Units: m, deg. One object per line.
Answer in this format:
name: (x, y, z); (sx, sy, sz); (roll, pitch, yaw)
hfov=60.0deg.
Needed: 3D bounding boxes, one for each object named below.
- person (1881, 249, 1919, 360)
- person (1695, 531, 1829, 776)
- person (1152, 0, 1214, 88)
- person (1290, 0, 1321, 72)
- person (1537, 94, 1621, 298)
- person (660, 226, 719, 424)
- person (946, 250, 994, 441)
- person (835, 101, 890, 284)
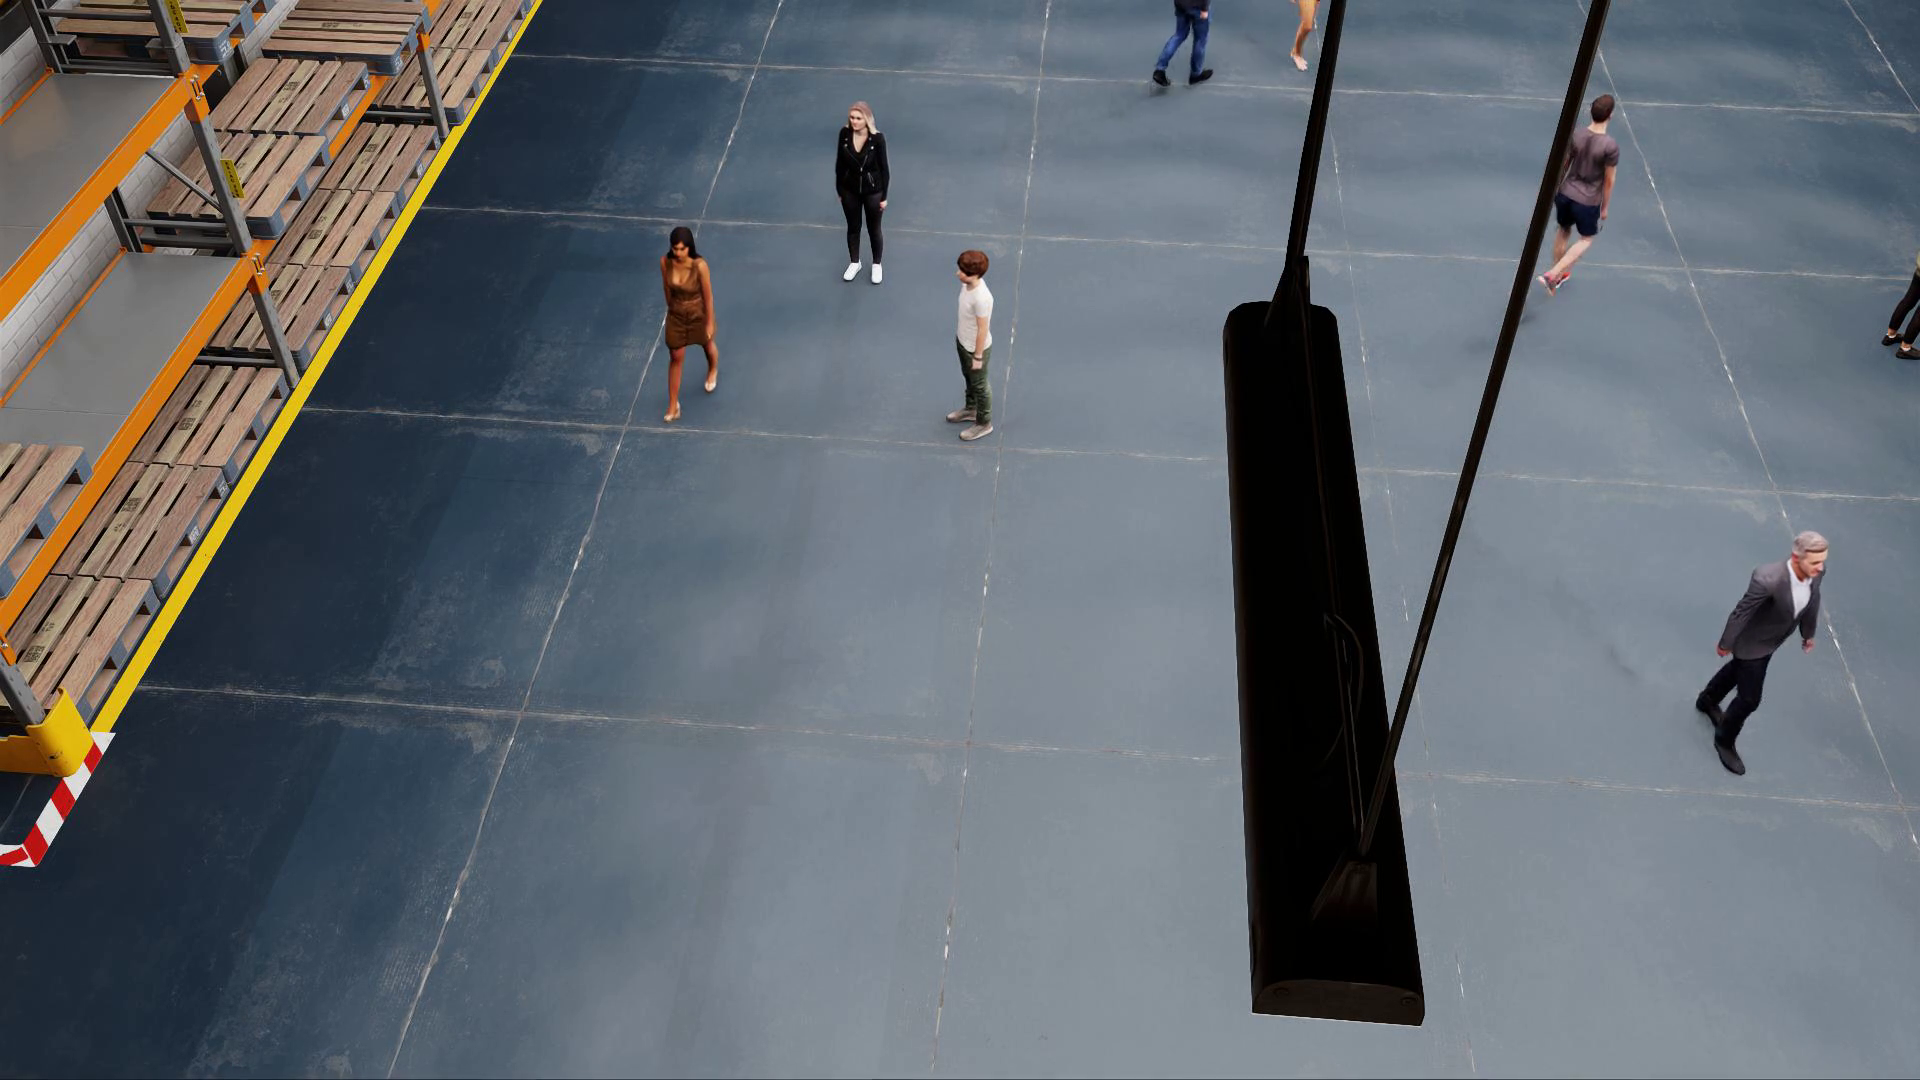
person: (7.915, -2.153, 13.527); (0.693, 1.476, 0.542); (-8, 44, -8)
person: (4.972, 0.550, 10.444); (0.963, 1.817, 1.027); (-23, 48, -22)
person: (2.249, -5.379, 16.628); (1.114, 1.870, 1.076); (-27, 50, -26)
person: (3.548, -5.713, 17.090); (0.728, 1.717, 0.774); (-21, 47, -20)
person: (5.177, -2.841, 13.985); (1.006, 1.842, 0.937); (-33, 52, -29)
person: (-2.066, -1.790, 13.020); (0.674, 1.650, 1.027); (10, 44, 10)
person: (0.110, -1.507, 12.720); (0.708, 1.655, 0.600); (-15, 46, -15)
person: (-0.829, -2.987, 14.250); (0.633, 1.686, 0.554); (8, 44, 8)
